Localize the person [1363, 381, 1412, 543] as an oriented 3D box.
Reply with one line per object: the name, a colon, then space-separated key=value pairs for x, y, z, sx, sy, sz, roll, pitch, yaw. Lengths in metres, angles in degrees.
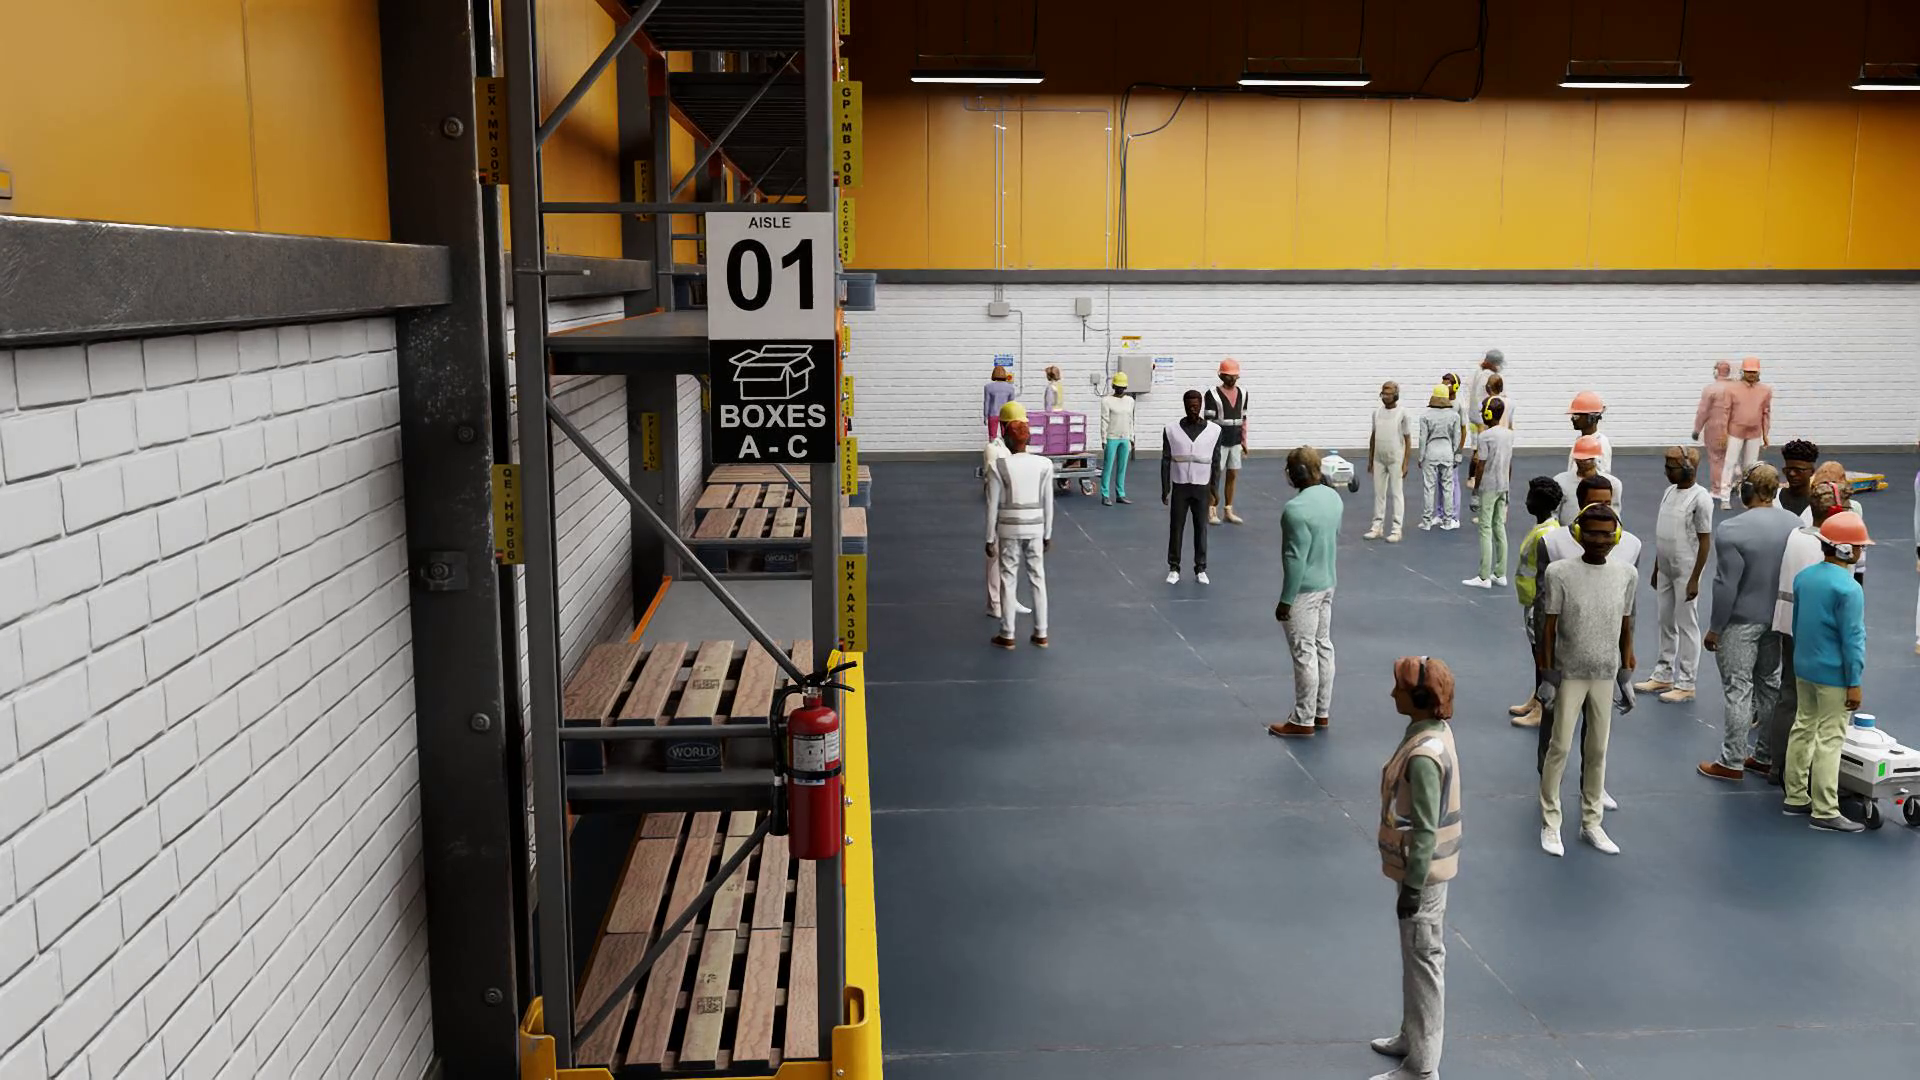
person: x=4.881 y=-0.893 z=18.941 sx=0.327 sy=1.842 sz=0.517 roll=-9 pitch=13 yaw=-44

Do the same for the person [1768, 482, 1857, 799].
person: x=4.965 y=0.577 z=9.698 sx=0.374 sy=1.843 sz=0.574 roll=-2 pitch=9 yaw=-11

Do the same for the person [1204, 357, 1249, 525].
person: x=3.253 y=-1.195 z=20.214 sx=0.615 sy=2.040 sz=0.391 roll=-4 pitch=10 yaw=-24

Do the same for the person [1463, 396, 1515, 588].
person: x=5.167 y=-0.462 z=16.188 sx=0.511 sy=1.863 sz=0.327 roll=-6 pitch=11 yaw=-34

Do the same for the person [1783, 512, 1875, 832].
person: x=4.789 y=0.712 z=9.141 sx=0.330 sy=1.751 sz=0.564 roll=-1 pitch=9 yaw=-4

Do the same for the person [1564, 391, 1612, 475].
person: x=5.351 y=-0.256 z=14.317 sx=0.373 sy=2.042 sz=0.614 roll=0 pitch=9 yaw=1

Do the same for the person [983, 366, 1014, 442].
person: x=0.610 y=-1.918 z=26.069 sx=0.493 sy=1.624 sz=0.280 roll=-2 pitch=9 yaw=-14

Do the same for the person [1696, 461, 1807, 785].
person: x=4.722 y=0.494 z=9.935 sx=0.631 sy=1.940 sz=0.372 roll=-3 pitch=10 yaw=-21

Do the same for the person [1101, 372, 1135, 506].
person: x=2.095 y=-1.331 z=21.951 sx=0.532 sy=1.761 sz=0.330 roll=-5 pitch=10 yaw=-30

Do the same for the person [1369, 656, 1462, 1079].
person: x=1.712 y=1.234 z=6.221 sx=0.306 sy=1.640 sz=0.522 roll=3 pitch=9 yaw=16

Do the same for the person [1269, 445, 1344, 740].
person: x=2.270 y=0.340 z=10.913 sx=0.370 sy=1.937 sz=0.627 roll=7 pitch=11 yaw=37

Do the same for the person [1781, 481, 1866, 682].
person: x=5.722 y=0.437 z=11.073 sx=0.532 sy=1.687 sz=0.324 roll=1 pitch=9 yaw=4

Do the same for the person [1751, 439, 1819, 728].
person: x=5.500 y=0.307 z=11.019 sx=0.603 sy=1.966 sz=0.368 roll=8 pitch=12 yaw=40

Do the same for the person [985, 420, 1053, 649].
person: x=0.482 y=-0.045 z=13.551 sx=0.586 sy=1.874 sz=0.358 roll=-3 pitch=9 yaw=-16

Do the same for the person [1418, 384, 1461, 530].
person: x=5.704 y=-0.987 z=19.849 sx=0.487 sy=1.744 sz=0.296 roll=0 pitch=9 yaw=2

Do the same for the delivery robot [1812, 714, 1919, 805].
delivery robot: x=5.084 y=1.226 z=9.378 sx=0.477 sy=0.478 sz=0.707 roll=-2 pitch=9 yaw=-11

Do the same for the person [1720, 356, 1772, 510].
person: x=10.145 y=-1.372 z=21.476 sx=0.612 sy=1.994 sz=0.395 roll=1 pitch=9 yaw=7

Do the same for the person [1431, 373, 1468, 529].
person: x=5.848 y=-1.068 z=19.957 sx=0.328 sy=1.872 sz=0.512 roll=-4 pitch=10 yaw=-23

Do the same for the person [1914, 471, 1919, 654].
person: x=7.852 y=0.039 z=13.127 sx=0.429 sy=1.836 sz=0.626 roll=-5 pitch=10 yaw=-28

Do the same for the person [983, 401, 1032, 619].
person: x=0.442 y=-0.270 z=14.766 sx=0.380 sy=1.928 sz=0.586 roll=7 pitch=11 yaw=38

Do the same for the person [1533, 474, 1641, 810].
person: x=3.552 y=0.577 z=9.471 sx=0.590 sy=1.922 sz=0.391 roll=0 pitch=9 yaw=-2

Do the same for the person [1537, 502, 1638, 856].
person: x=3.284 y=0.726 z=8.707 sx=0.513 sy=1.869 sz=0.328 roll=-1 pitch=9 yaw=-4

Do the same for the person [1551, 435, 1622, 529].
person: x=5.058 y=0.018 z=13.512 sx=0.564 sy=1.747 sz=0.339 roll=4 pitch=10 yaw=23

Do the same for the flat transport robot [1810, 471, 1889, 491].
flat transport robot: x=12.372 y=-0.816 z=23.379 sx=1.431 sy=0.197 sz=0.652 roll=-6 pitch=11 yaw=-35

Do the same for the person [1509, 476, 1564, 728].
person: x=3.897 y=0.414 z=11.194 sx=0.318 sy=1.697 sz=0.533 roll=3 pitch=9 yaw=17

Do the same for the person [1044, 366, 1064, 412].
person: x=1.463 y=-1.880 z=25.806 sx=0.315 sy=1.630 sz=0.514 roll=5 pitch=10 yaw=27

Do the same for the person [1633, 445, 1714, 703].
person: x=5.112 y=0.239 z=11.852 sx=0.345 sy=1.839 sz=0.507 roll=-2 pitch=9 yaw=-12

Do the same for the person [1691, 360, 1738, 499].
person: x=10.282 y=-1.491 z=22.579 sx=0.640 sy=1.886 sz=0.446 roll=-3 pitch=10 yaw=-20

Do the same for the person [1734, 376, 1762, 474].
person: x=11.872 y=-1.802 z=25.083 sx=0.503 sy=1.692 sz=0.892 roll=2 pitch=9 yaw=14

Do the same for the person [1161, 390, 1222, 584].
person: x=2.275 y=-0.524 z=16.391 sx=0.591 sy=1.919 sz=0.392 roll=1 pitch=9 yaw=5

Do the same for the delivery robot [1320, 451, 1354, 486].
delivery robot: x=5.257 y=-1.006 z=23.390 sx=0.477 sy=0.478 sz=0.707 roll=-2 pitch=9 yaw=-10

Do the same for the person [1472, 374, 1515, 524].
person: x=6.469 y=-1.094 z=20.195 sx=0.506 sy=1.846 sz=0.348 roll=-3 pitch=10 yaw=-19

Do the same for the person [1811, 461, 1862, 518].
person: x=6.566 y=0.213 z=12.655 sx=0.505 sy=1.633 sz=0.279 roll=7 pitch=11 yaw=36

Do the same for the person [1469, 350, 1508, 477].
person: x=7.462 y=-1.708 z=23.443 sx=0.535 sy=2.000 sz=0.756 roll=0 pitch=9 yaw=-2
